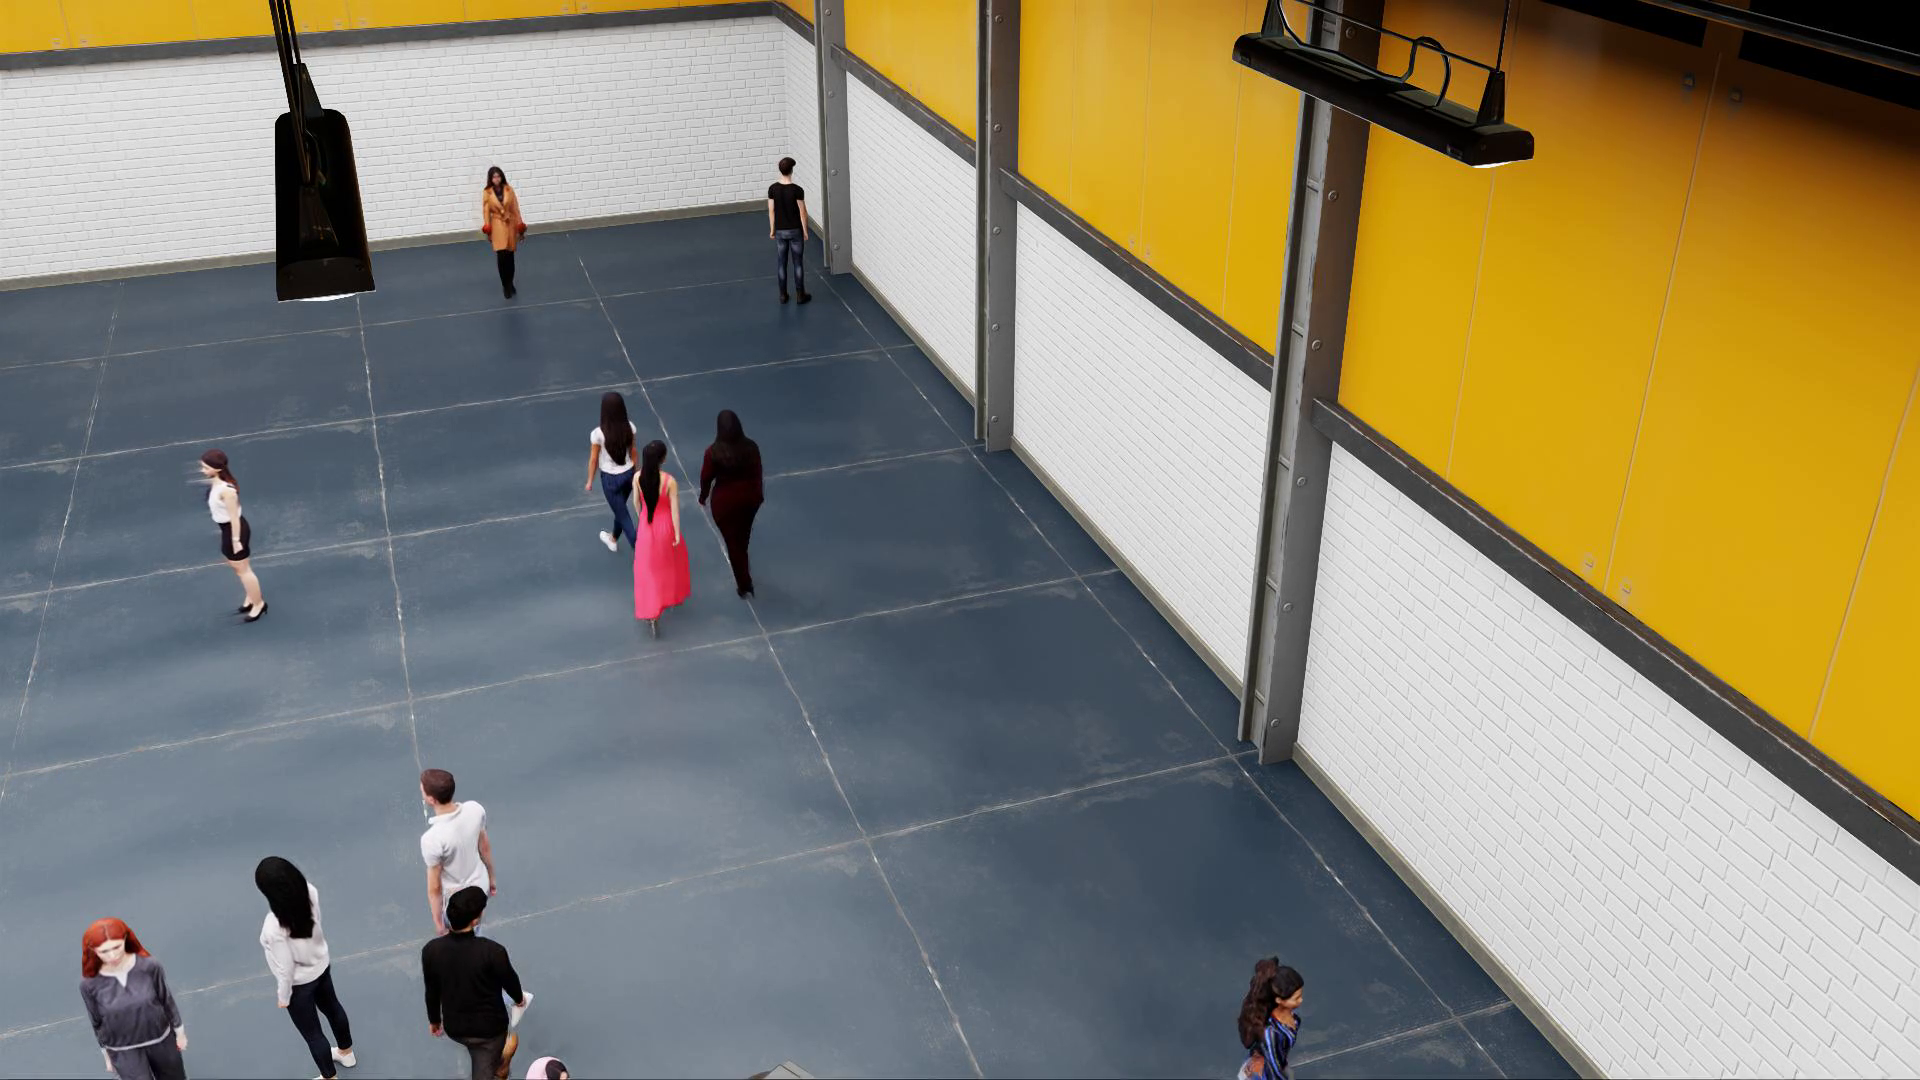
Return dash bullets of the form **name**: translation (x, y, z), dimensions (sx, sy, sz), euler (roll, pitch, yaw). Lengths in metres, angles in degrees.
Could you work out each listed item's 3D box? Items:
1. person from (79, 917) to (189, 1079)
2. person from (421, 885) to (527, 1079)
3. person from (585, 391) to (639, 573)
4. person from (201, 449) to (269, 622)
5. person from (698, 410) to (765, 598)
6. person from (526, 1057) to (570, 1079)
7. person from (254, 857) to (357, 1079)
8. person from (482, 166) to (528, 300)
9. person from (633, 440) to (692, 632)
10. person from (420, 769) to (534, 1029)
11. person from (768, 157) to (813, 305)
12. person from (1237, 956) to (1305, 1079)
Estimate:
- **person**: translation (-4.557, 2.761, 9.248), dimensions (0.635, 1.761, 0.920), euler (-13, 31, -22)
- **person**: translation (-2.753, 2.750, 9.358), dimensions (1.009, 1.676, 1.211), euler (4, 29, 7)
- **person**: translation (-3.076, -0.476, 15.214), dimensions (0.943, 1.732, 1.220), euler (-25, 37, -38)
- **person**: translation (-6.334, -0.051, 14.528), dimensions (0.678, 1.642, 0.540), euler (-19, 34, -31)
- **person**: translation (-1.954, -0.278, 14.870), dimensions (0.804, 1.713, 1.016), euler (-19, 34, -31)
- **person**: translation (-2.013, 3.260, 8.462), dimensions (0.813, 1.637, 0.694), euler (3, 29, 5)
- **person**: translation (-3.826, 2.533, 9.731), dimensions (0.761, 1.700, 0.650), euler (5, 29, 9)
- **person**: translation (-5.997, -4.062, 21.816), dimensions (0.742, 1.705, 0.790), euler (-14, 32, -24)
- **person**: translation (-2.649, -0.029, 14.430), dimensions (0.826, 1.697, 0.966), euler (1, 29, 2)
- **person**: translation (-2.965, 2.213, 10.182), dimensions (1.119, 1.829, 1.062), euler (13, 31, 22)
- **person**: translation (-2.213, -3.995, 21.493), dimensions (0.752, 1.896, 0.754), euler (6, 29, 10)
- **person**: translation (1.592, 2.923, 9.114), dimensions (0.883, 1.605, 0.822), euler (13, 31, 23)
